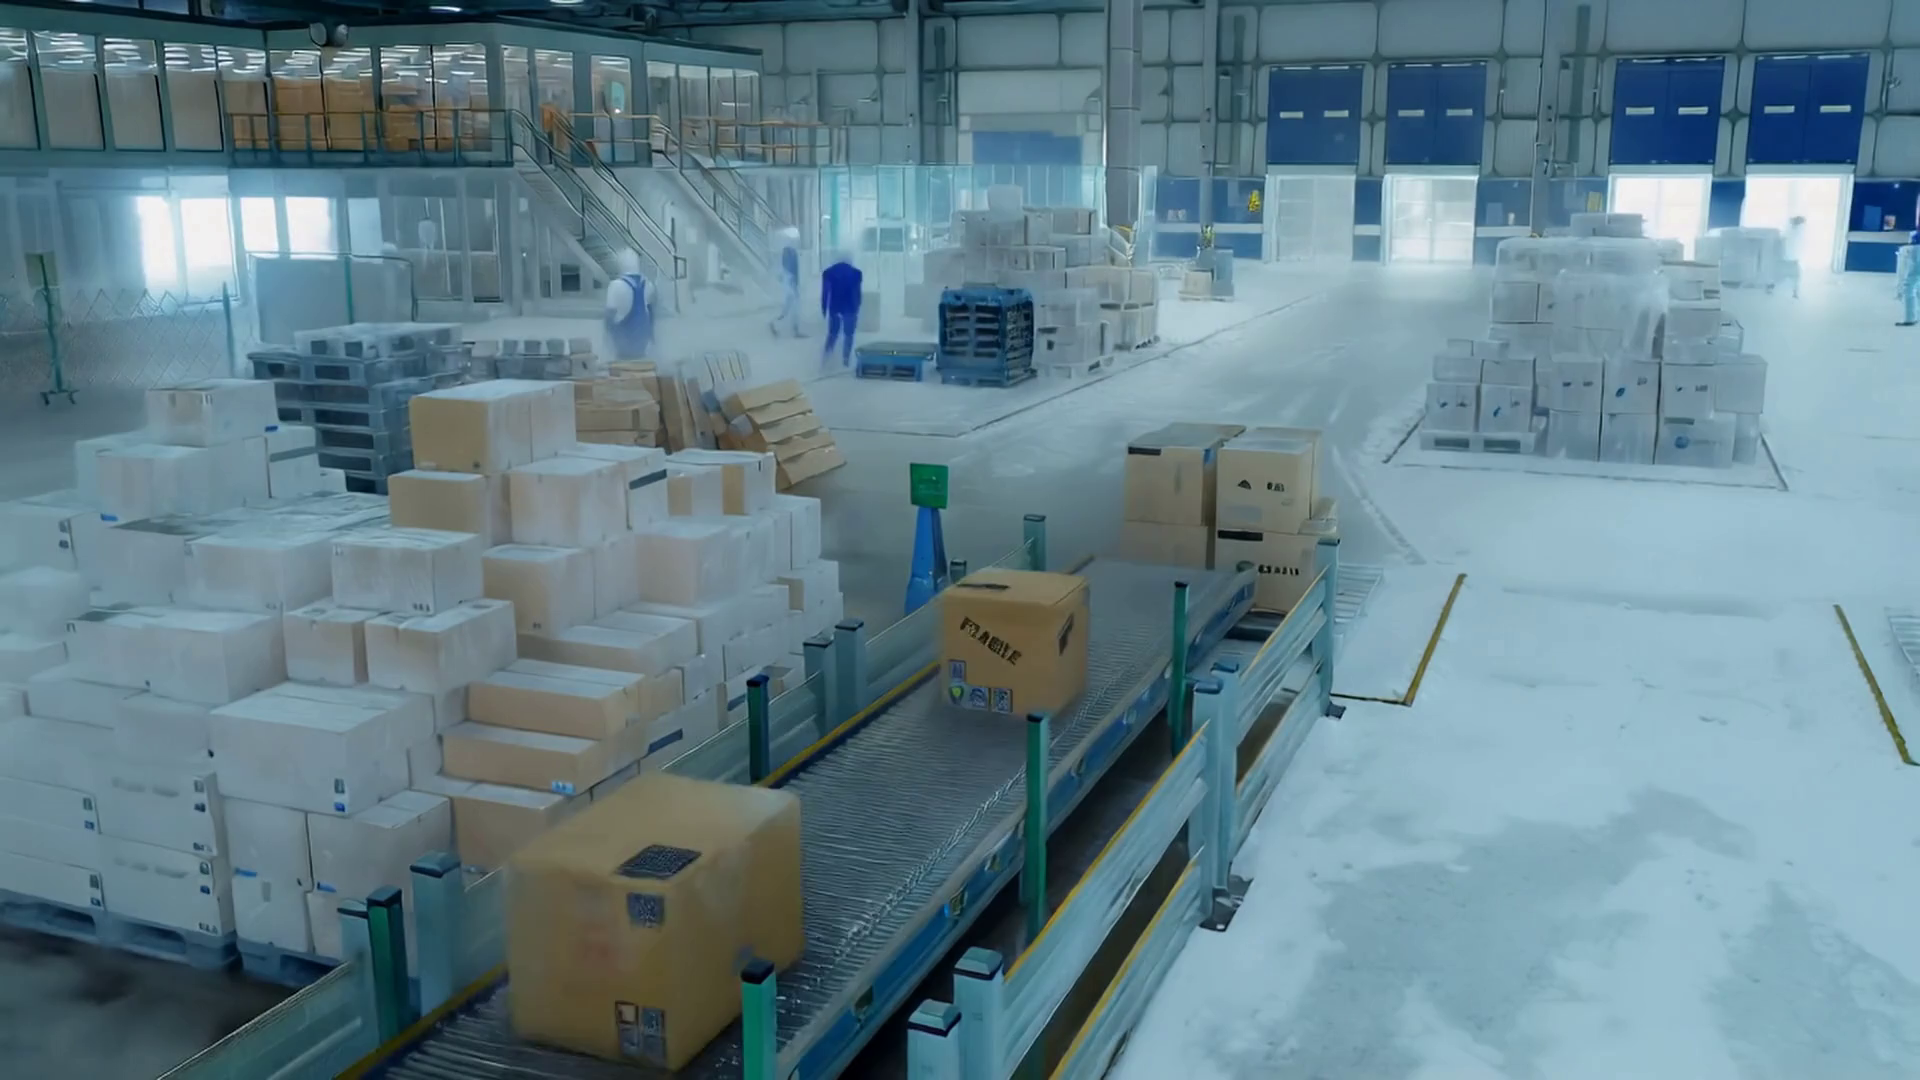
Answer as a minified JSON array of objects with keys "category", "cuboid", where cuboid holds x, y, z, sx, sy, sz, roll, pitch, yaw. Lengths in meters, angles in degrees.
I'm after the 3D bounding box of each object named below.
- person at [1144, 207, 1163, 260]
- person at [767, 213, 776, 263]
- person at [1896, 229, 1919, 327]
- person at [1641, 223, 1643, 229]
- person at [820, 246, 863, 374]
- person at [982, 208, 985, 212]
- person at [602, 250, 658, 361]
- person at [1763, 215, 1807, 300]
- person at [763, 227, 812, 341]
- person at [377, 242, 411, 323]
[{"category":"person","cuboid":[5.977,-9.454,51.927,0.963,1.859,0.677,3,13,13]},{"category":"person","cuboid":[-5.605,-8.595,48.191,0.554,1.807,0.682,2,13,9]},{"category":"person","cuboid":[18.456,-5.071,32.214,0.521,1.873,0.334,-6,14,-25]},{"category":"person","cuboid":[16.342,-6.789,40.095,0.954,1.791,0.624,12,17,42]},{"category":"person","cuboid":[-1.764,-3.359,24.474,0.645,1.907,0.682,5,14,22]},{"category":"person","cuboid":[0.840,-8.607,47.851,0.716,1.970,0.629,-10,16,-38]},{"category":"person","cuboid":[-4.185,-2.638,20.919,0.536,2.000,0.688,11,17,41]},{"category":"person","cuboid":[19.299,-6.575,38.764,0.626,1.967,0.839,-11,17,-41]},{"category":"person","cuboid":[-3.079,-4.542,29.513,0.819,2.024,0.618,1,13,4]},{"category":"person","cuboid":[-9.046,-3.773,26.351,0.925,1.902,0.542,2,13,7]}]
